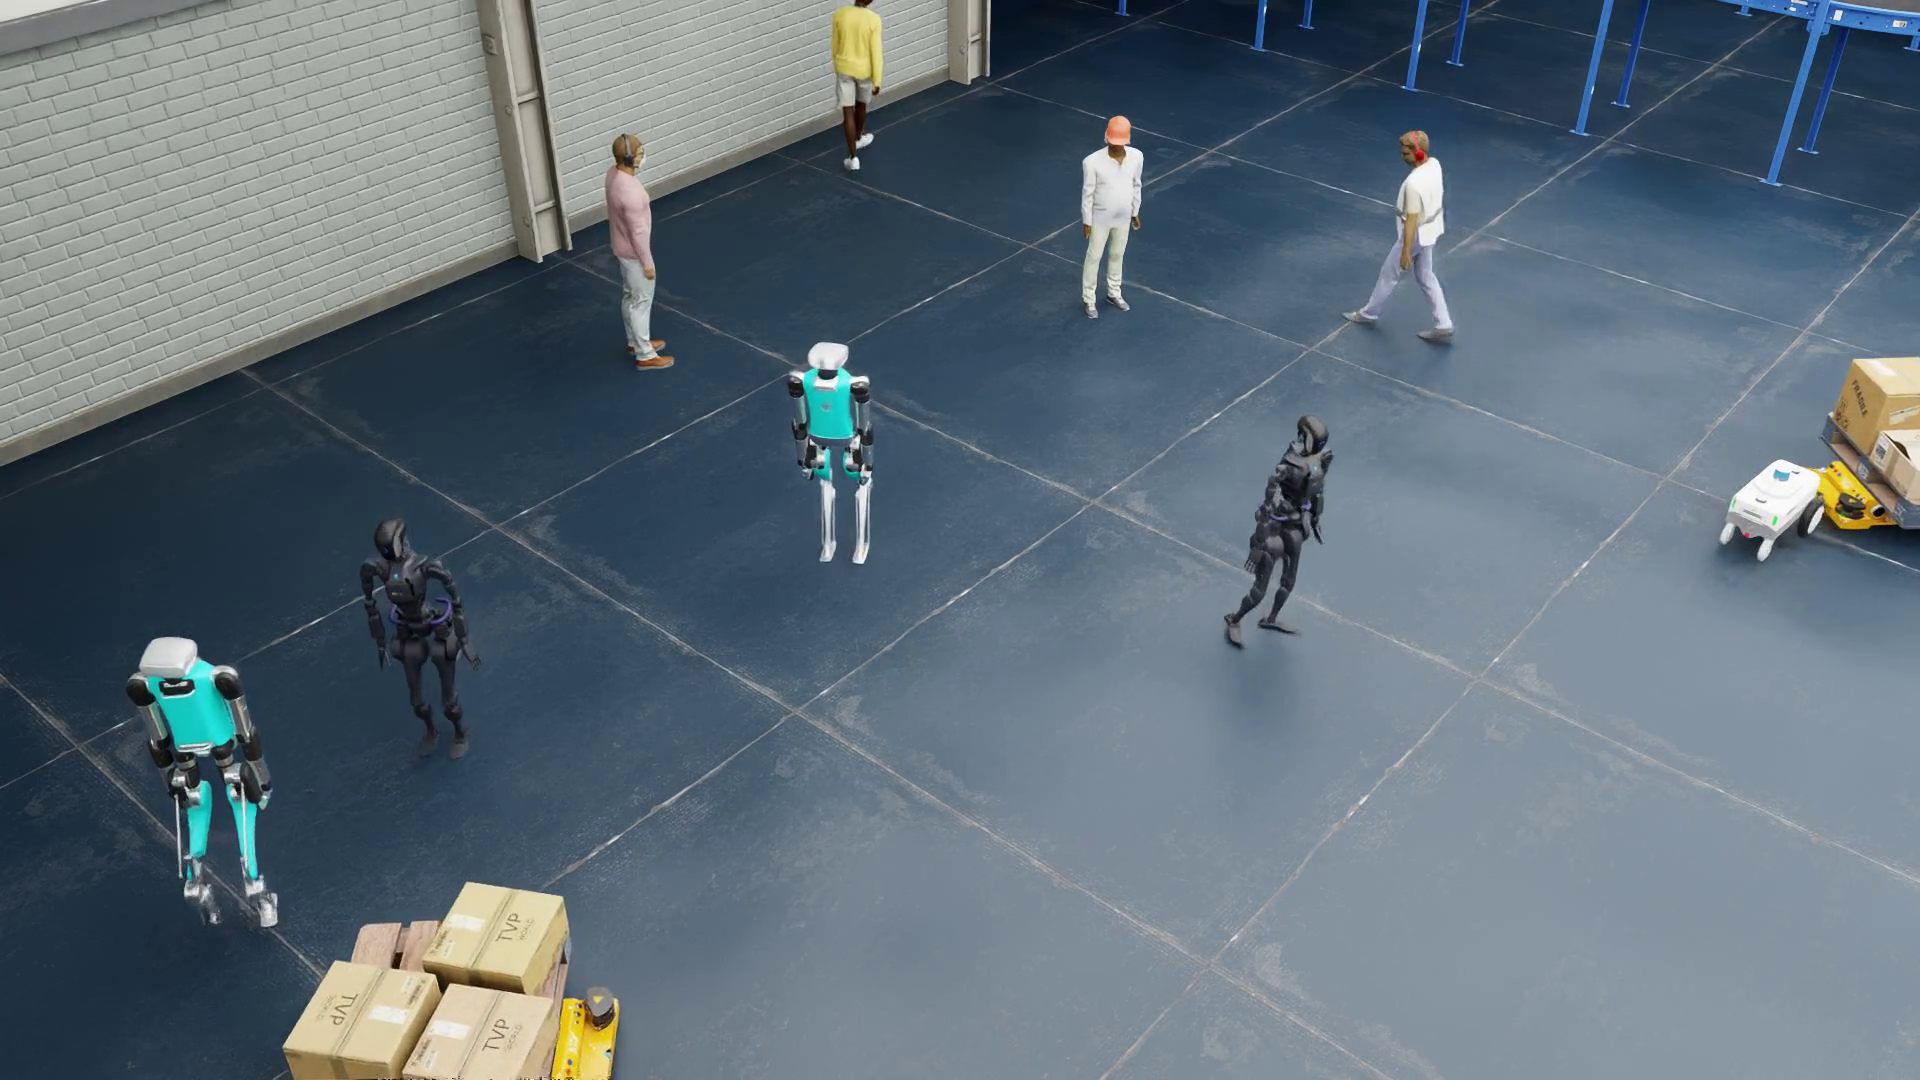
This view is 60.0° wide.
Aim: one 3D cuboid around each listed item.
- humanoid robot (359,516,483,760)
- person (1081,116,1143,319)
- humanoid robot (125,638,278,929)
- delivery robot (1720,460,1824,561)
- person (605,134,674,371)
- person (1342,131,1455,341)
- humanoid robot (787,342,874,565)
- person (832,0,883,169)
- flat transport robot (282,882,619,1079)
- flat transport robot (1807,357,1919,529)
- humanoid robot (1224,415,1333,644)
[{"bbox_3d":[-3.020,0.550,9.399,0.609,1.645,0.312,1,35,2],"label":"humanoid robot"},{"bbox_3d":[1.276,-2.712,13.918,0.563,1.747,0.336,-14,38,-19],"label":"person"},{"bbox_3d":[-3.726,1.341,8.247,0.552,1.796,0.666,-3,36,-4],"label":"humanoid robot"},{"bbox_3d":[5.604,-0.248,11.481,0.765,0.585,0.499,-29,45,-34],"label":"delivery robot"},{"bbox_3d":[-2.570,-2.279,13.150,0.356,1.934,0.626,-13,37,-18],"label":"person"},{"bbox_3d":[3.713,-2.469,13.550,0.943,1.785,0.581,22,41,27],"label":"person"},{"bbox_3d":[-0.787,-0.616,10.958,0.530,1.744,0.745,5,36,7],"label":"humanoid robot"},{"bbox_3d":[-1.021,-4.679,16.602,0.529,1.852,0.820,1,35,2],"label":"person"},{"bbox_3d":[-2.385,2.470,7.920,1.431,0.231,0.659,-2,36,-3],"label":"flat transport robot"},{"bbox_3d":[6.847,-0.354,11.885,1.431,0.231,0.659,-2,36,-3],"label":"flat transport robot"},{"bbox_3d":[1.983,-0.081,10.300,0.613,1.648,0.443,-24,42,-30],"label":"humanoid robot"}]
